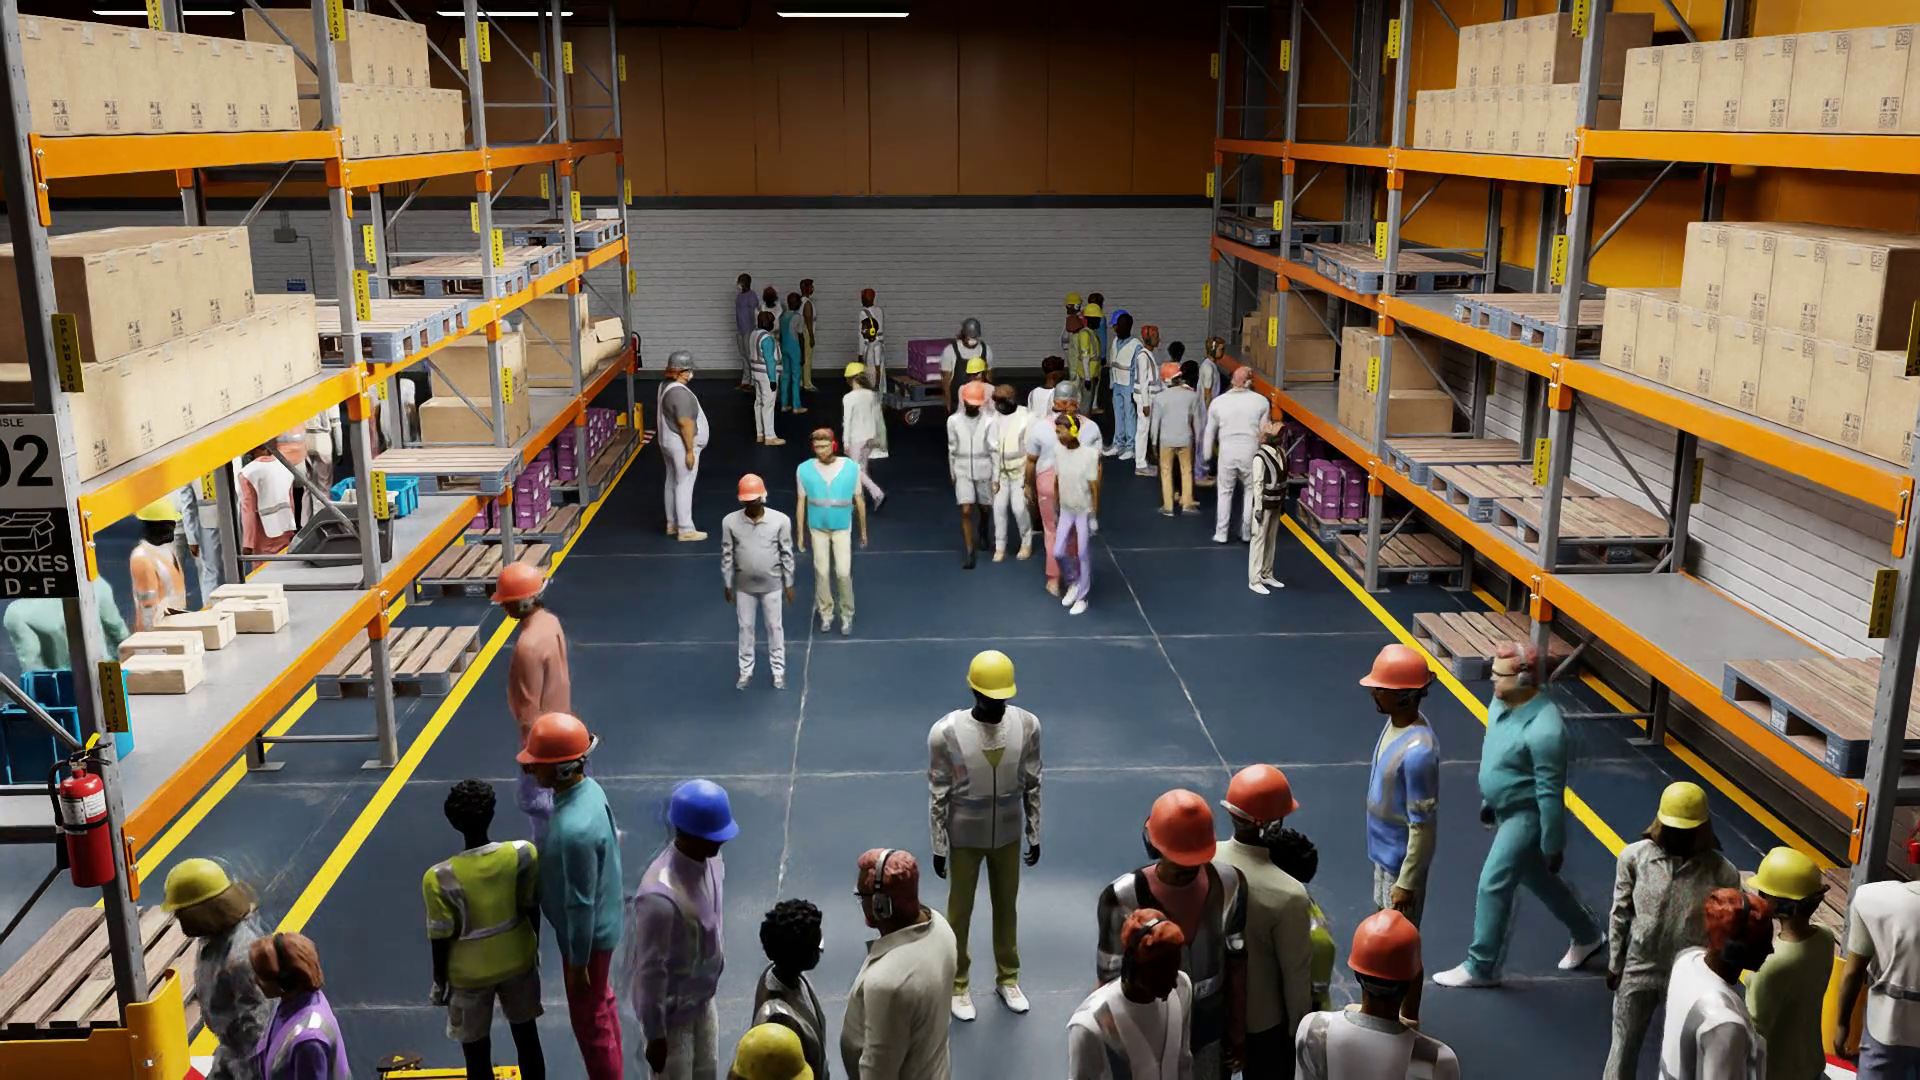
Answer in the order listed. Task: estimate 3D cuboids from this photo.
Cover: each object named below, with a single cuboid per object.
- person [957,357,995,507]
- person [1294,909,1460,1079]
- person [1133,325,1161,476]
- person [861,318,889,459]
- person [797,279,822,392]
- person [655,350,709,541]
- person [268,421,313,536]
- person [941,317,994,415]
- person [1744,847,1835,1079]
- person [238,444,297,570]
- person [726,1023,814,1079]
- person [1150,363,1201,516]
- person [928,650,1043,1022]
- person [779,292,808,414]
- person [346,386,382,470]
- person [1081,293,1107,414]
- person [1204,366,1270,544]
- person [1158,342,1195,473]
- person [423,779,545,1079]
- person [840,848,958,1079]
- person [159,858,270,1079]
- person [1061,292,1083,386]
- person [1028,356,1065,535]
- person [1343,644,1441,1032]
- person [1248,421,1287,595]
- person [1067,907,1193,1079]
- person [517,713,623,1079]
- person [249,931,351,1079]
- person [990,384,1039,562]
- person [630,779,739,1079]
[{"bbox_3d":[0.197,-1.239,19.151,0.518,1.756,0.351,7,16,25],"label":"person"},{"bbox_3d":[1.366,2.144,5.533,0.543,1.929,0.384,9,17,32],"label":"person"},{"bbox_3d":[2.360,-1.759,20.941,0.356,1.883,0.572,3,15,10],"label":"person"},{"bbox_3d":[-1.137,-2.008,21.975,0.329,1.861,0.506,-4,15,-14],"label":"person"},{"bbox_3d":[-2.532,-3.348,27.248,0.390,1.846,0.565,-6,16,-23],"label":"person"},{"bbox_3d":[-2.938,-1.023,17.734,0.536,2.000,0.688,-8,16,-29],"label":"person"},{"bbox_3d":[-6.935,-0.849,17.201,0.362,1.963,0.614,4,15,14],"label":"person"},{"bbox_3d":[0.101,-1.838,20.934,0.696,2.000,0.547,-3,15,-13],"label":"person"},{"bbox_3d":[3.112,2.013,6.380,0.525,1.760,0.340,-11,18,-37],"label":"person"},{"bbox_3d":[-5.870,-0.049,14.184,0.396,1.908,0.600,4,15,15],"label":"person"},{"bbox_3d":[-0.587,2.311,5.257,0.321,1.737,0.485,9,17,33],"label":"person"},{"bbox_3d":[2.428,-1.132,18.772,0.606,1.731,0.452,-3,15,-13],"label":"person"},{"bbox_3d":[0.139,1.455,8.254,0.589,1.918,0.395,-4,15,-17],"label":"person"},{"bbox_3d":[-2.526,-2.838,25.276,0.518,1.836,0.361,12,18,38],"label":"person"},{"bbox_3d":[-7.567,-1.870,21.174,0.616,1.986,0.407,3,15,13],"label":"person"},{"bbox_3d":[2.009,-2.836,25.281,0.431,1.836,0.625,-8,16,-28],"label":"person"},{"bbox_3d":[2.923,-0.882,17.486,0.700,1.896,0.427,4,15,14],"label":"person"},{"bbox_3d":[2.711,-1.690,21.132,0.538,1.634,0.847,7,16,25],"label":"person"},{"bbox_3d":[-2.032,1.841,7.177,0.530,1.696,0.321,-11,18,-37],"label":"person"},{"bbox_3d":[-0.233,2.022,6.080,0.400,1.893,0.657,4,15,15],"label":"person"},{"bbox_3d":[-2.708,2.003,6.538,0.531,1.699,0.764,14,20,43],"label":"person"},{"bbox_3d":[1.750,-2.878,25.451,0.403,1.824,0.594,-2,14,-8],"label":"person"},{"bbox_3d":[0.972,-0.993,17.764,0.368,1.966,0.603,-10,17,-33],"label":"person"},{"bbox_3d":[2.054,1.477,7.915,0.392,2.041,0.615,1,14,4],"label":"person"},{"bbox_3d":[2.923,-0.315,15.758,0.306,1.637,0.522,11,18,36],"label":"person"},{"bbox_3d":[0.584,2.117,5.761,0.588,1.874,0.386,-13,19,-41],"label":"person"},{"bbox_3d":[-1.658,1.688,7.205,0.405,1.986,0.619,-3,15,-12],"label":"person"},{"bbox_3d":[-2.344,2.168,6.026,0.313,1.631,0.524,-7,16,-27],"label":"person"},{"bbox_3d":[0.512,-0.680,16.864,0.652,1.811,0.450,7,16,25],"label":"person"},{"bbox_3d":[-1.213,1.840,6.756,0.721,1.912,0.644,2,14,8],"label":"person"}]
